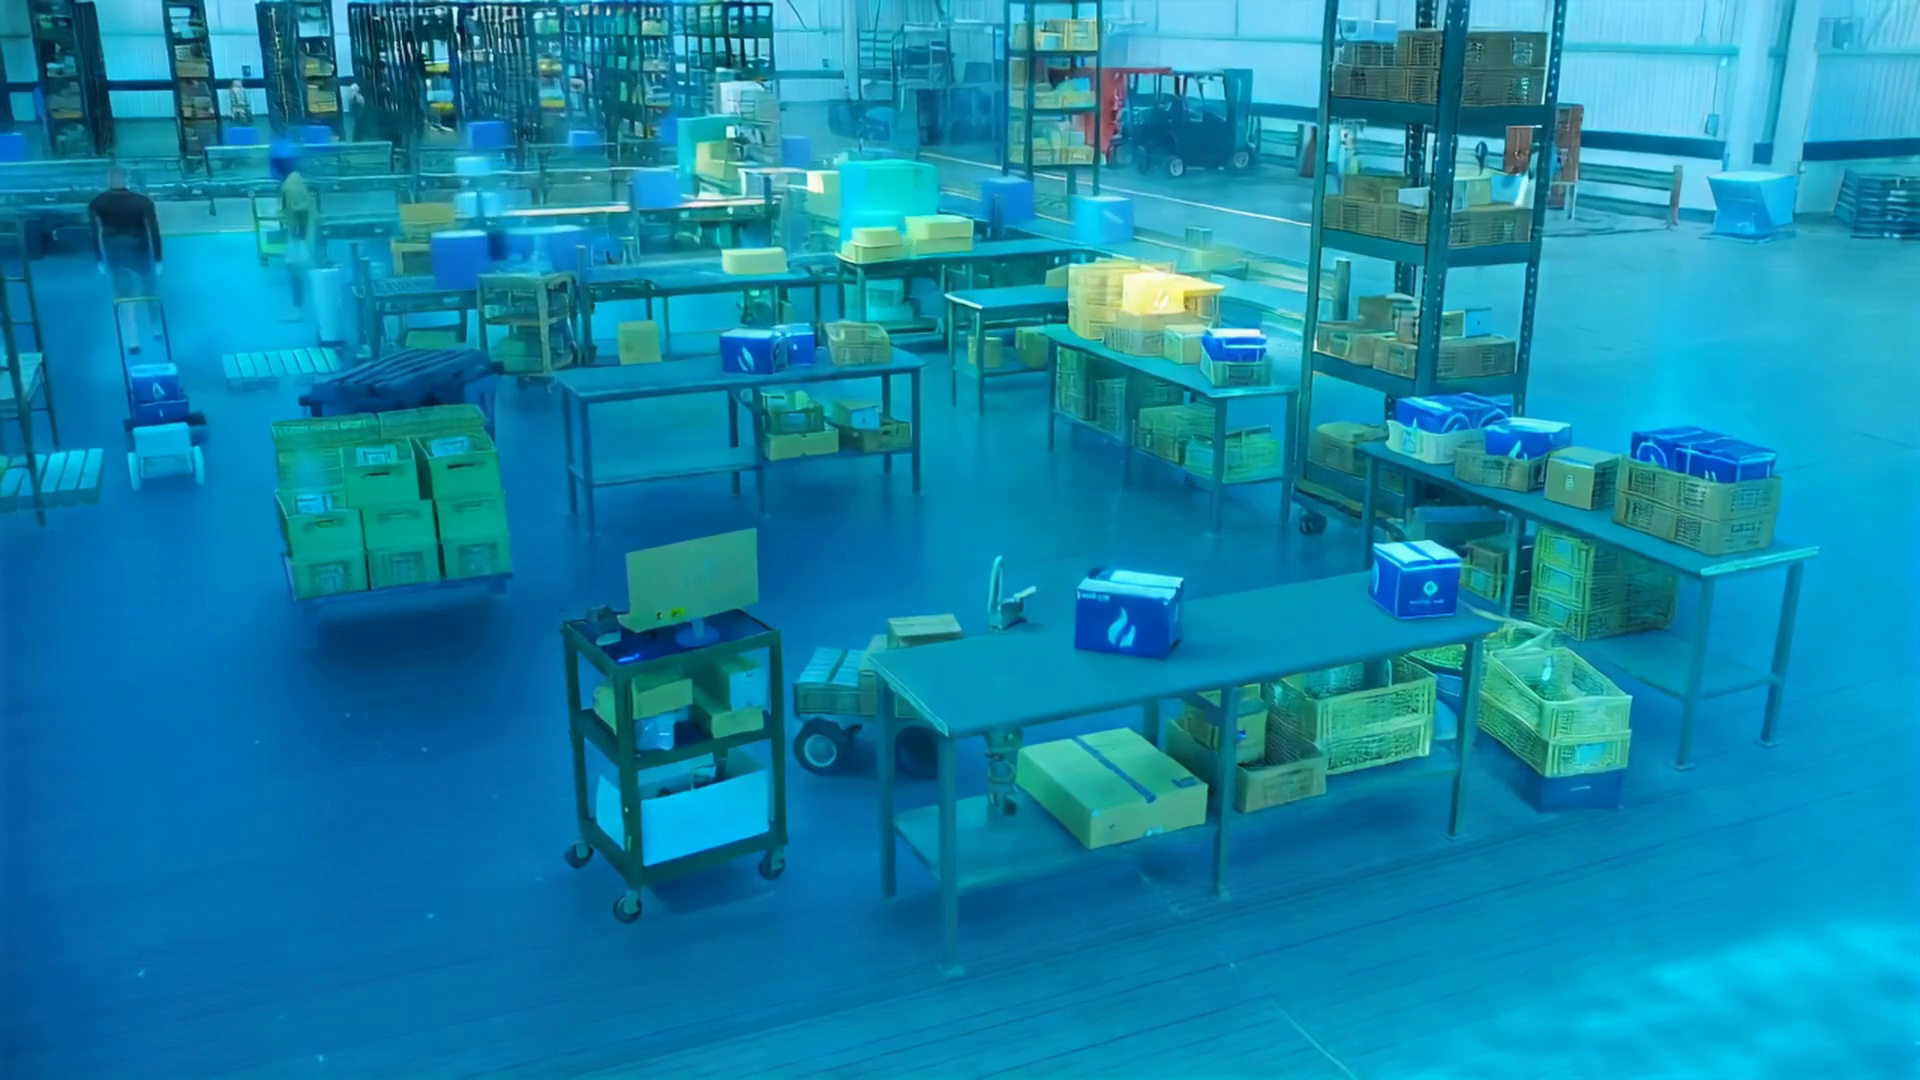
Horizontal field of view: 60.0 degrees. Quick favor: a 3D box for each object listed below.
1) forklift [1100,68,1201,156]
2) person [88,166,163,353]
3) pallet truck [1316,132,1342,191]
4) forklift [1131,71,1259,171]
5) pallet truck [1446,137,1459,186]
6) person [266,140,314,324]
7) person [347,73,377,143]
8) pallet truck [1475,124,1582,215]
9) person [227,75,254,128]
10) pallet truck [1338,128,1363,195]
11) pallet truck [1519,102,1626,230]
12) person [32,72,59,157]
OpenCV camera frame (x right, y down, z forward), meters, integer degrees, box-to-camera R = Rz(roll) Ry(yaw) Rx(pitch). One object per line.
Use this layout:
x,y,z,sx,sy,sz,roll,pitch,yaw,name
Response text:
4.082,-9.564,37.410,2.680,1.987,1.157,-8,19,-23,forklift
-8.576,-2.906,17.173,0.655,1.846,1.001,-7,19,-21,person
7.723,-7.504,32.656,1.601,1.201,0.680,-8,19,-23,pallet truck
4.998,-8.936,35.413,2.680,1.987,1.157,-9,20,-25,forklift
9.184,-6.485,29.328,1.630,1.274,0.653,-8,19,-23,pallet truck
-7.300,-3.427,18.523,0.719,2.028,0.611,-11,21,-32,person
-16.010,-11.494,44.258,0.690,1.827,0.566,-8,19,-23,person
9.707,-6.455,28.103,1.885,1.965,0.823,-7,19,-20,pallet truck
-18.297,-10.896,42.357,0.403,1.835,0.586,16,24,42,person
7.845,-7.140,31.411,1.522,1.261,0.704,-9,20,-25,pallet truck
9.972,-6.037,26.785,1.885,1.965,0.823,-9,20,-25,pallet truck
-21.906,-10.233,40.005,0.609,1.997,0.375,-11,21,-31,person
